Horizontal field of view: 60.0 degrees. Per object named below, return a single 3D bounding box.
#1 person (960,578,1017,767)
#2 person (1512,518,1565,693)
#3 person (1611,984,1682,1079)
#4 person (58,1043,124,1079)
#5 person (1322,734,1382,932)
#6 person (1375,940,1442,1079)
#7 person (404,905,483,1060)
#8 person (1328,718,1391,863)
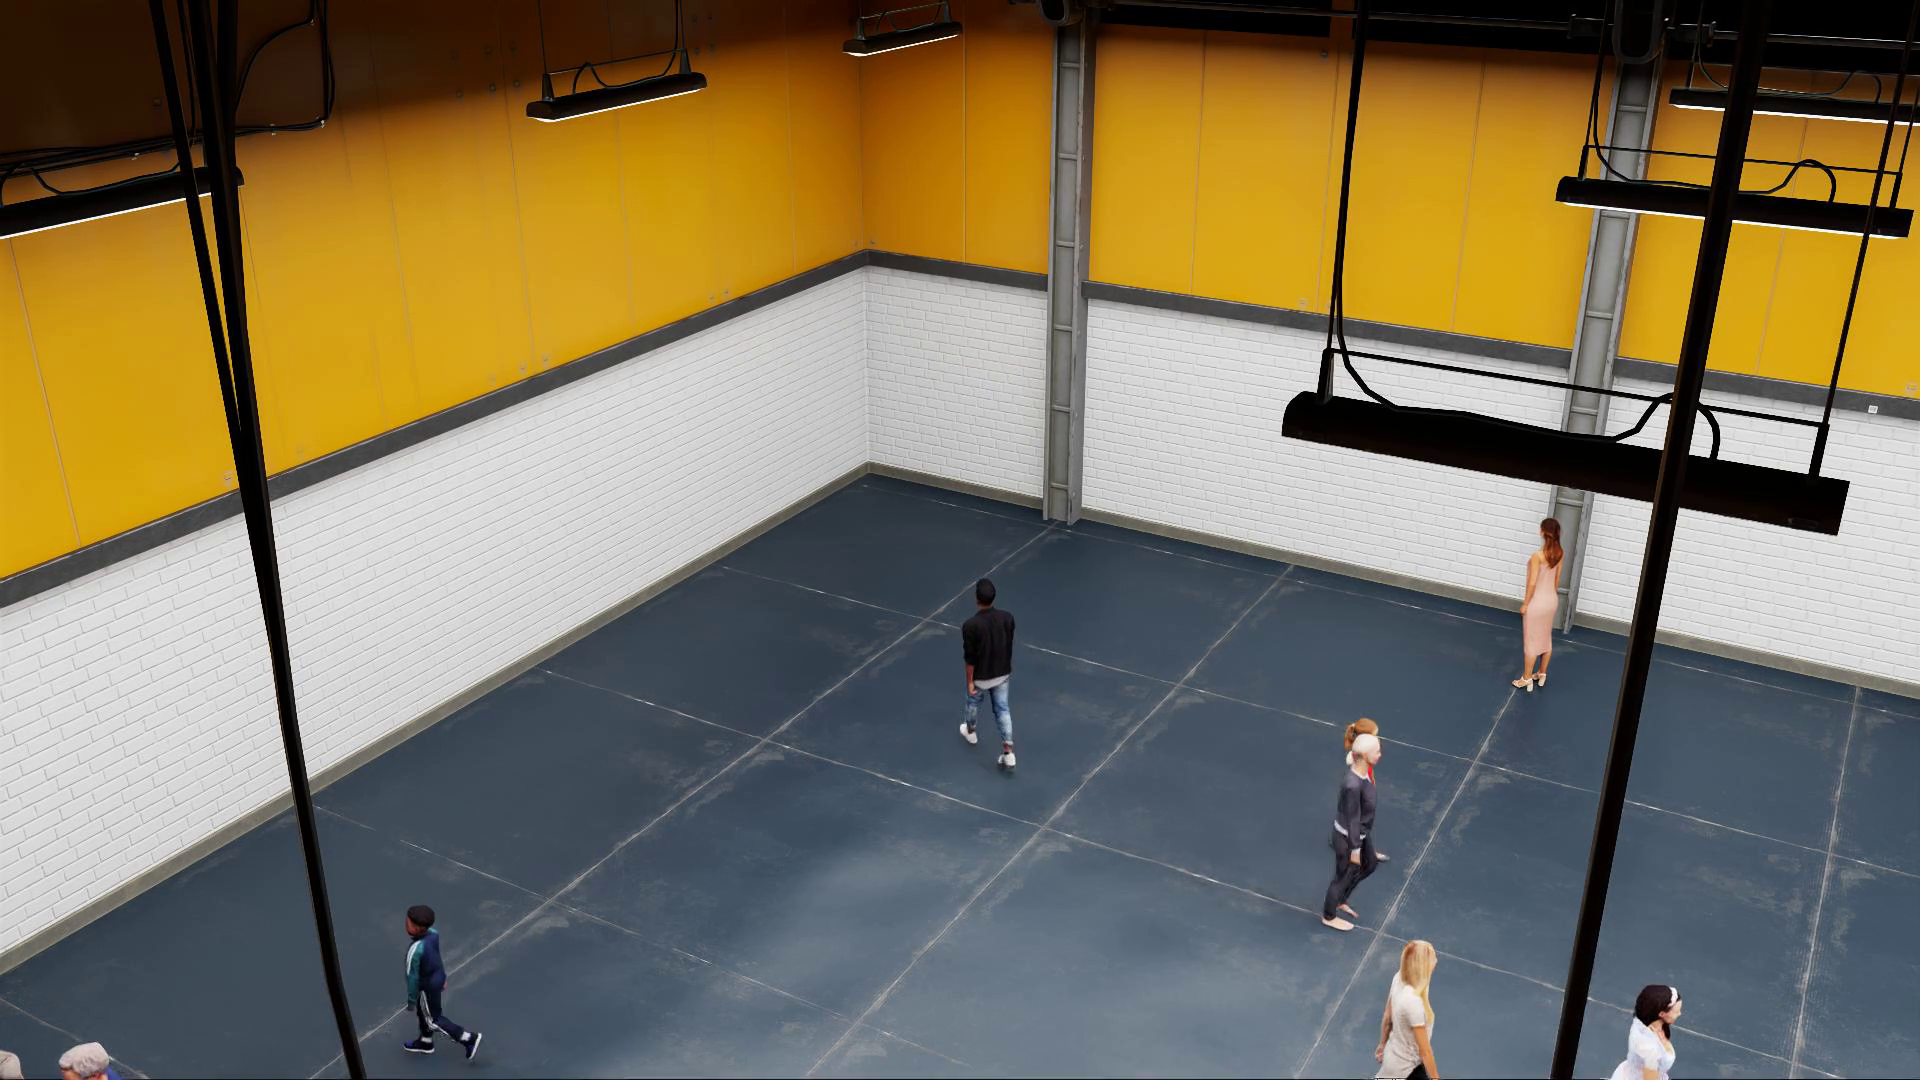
[{"bbox_3d":[0.312,1.245,15.256,1.159,1.775,1.256,-8,25,-18],"label":"person"},{"bbox_3d":[5.792,0.643,16.562,0.659,1.833,0.682,-11,26,-24],"label":"person"},{"bbox_3d":[4.020,3.453,10.173,0.800,1.801,0.690,11,26,23],"label":"person"},{"bbox_3d":[-4.847,3.632,9.809,1.085,1.765,0.726,15,28,31],"label":"person"},{"bbox_3d":[2.980,2.263,13.005,0.681,1.712,0.710,7,25,17],"label":"person"},{"bbox_3d":[2.689,3.332,10.484,1.263,1.773,0.975,1,24,2],"label":"person"},{"bbox_3d":[-3.673,3.118,11.638,0.909,1.242,0.723,2,24,6],"label":"person"},{"bbox_3d":[3.277,2.069,13.968,0.765,1.296,0.521,12,26,26],"label":"person"}]
